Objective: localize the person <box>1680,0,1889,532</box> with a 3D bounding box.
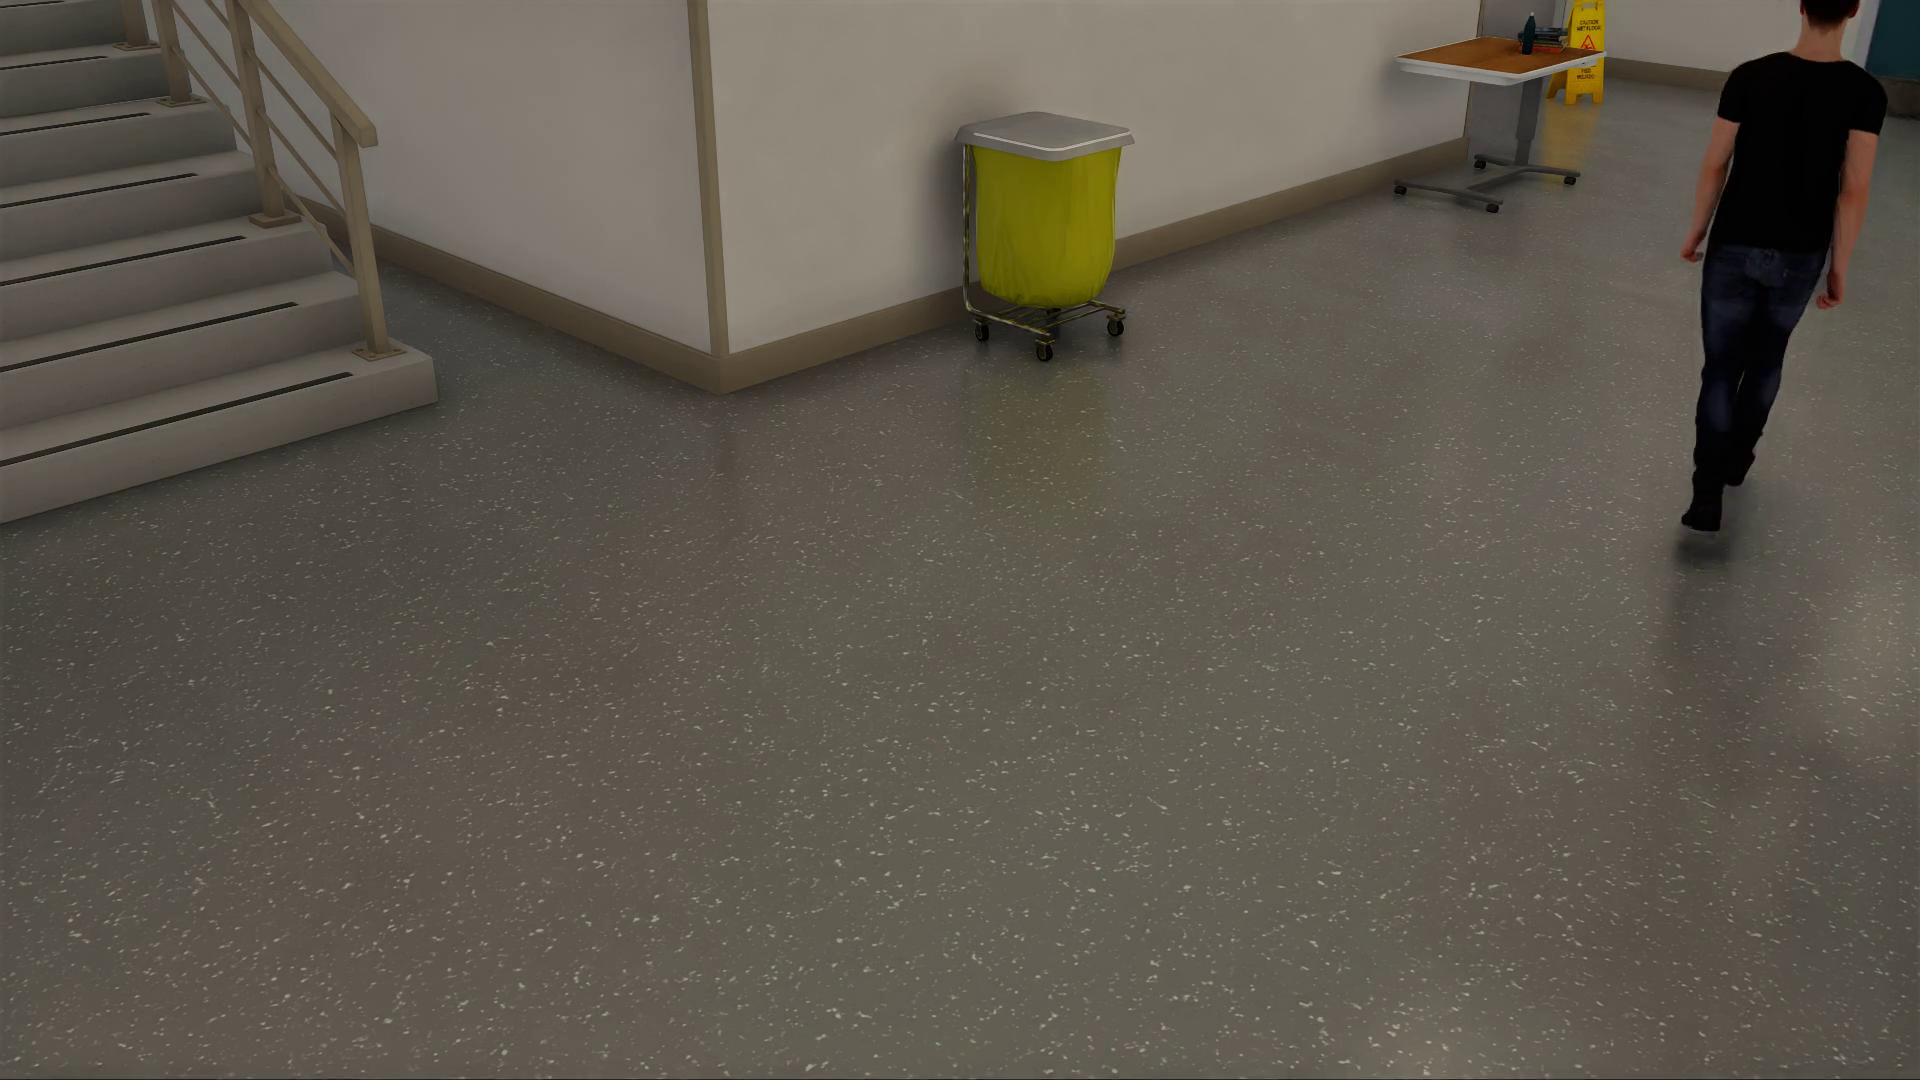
[{"bbox_3d":[2.636,-0.903,5.469,1.242,1.859,1.064,9,27,18],"label":"person"}]
